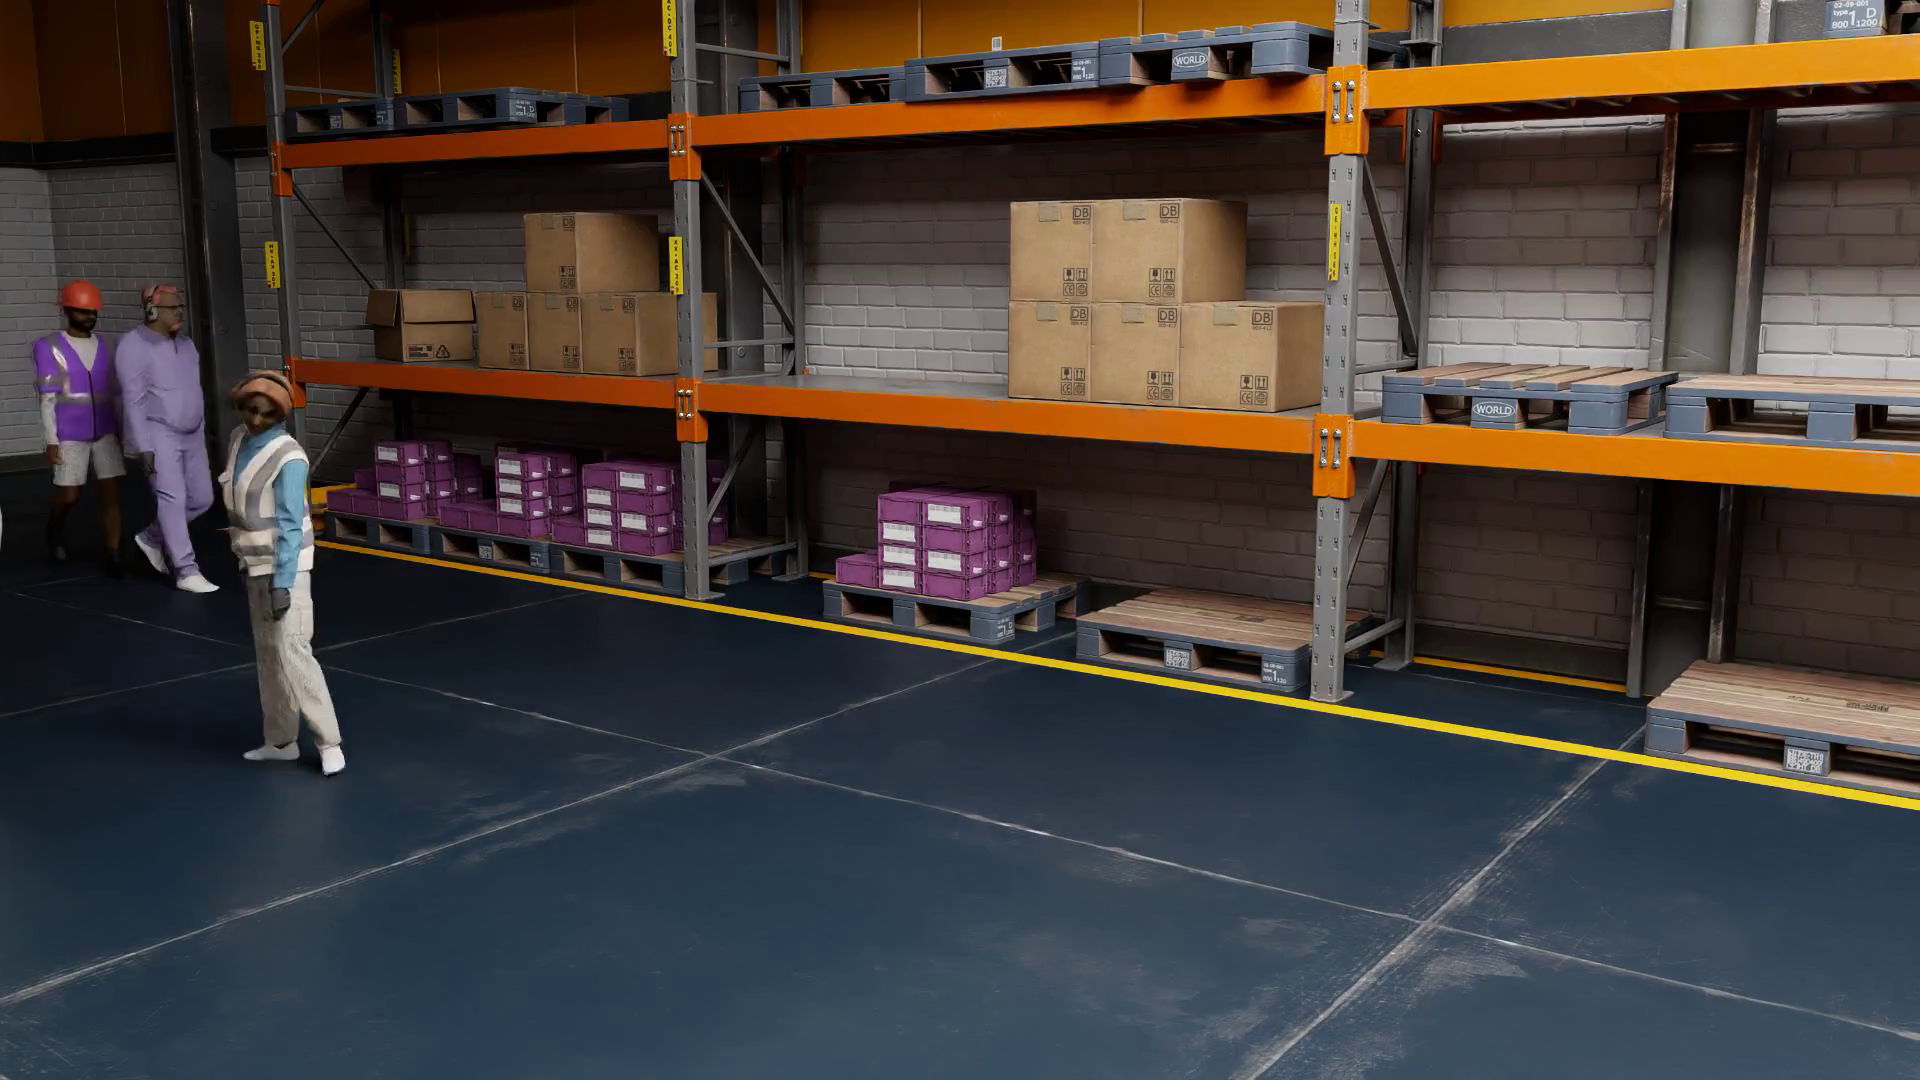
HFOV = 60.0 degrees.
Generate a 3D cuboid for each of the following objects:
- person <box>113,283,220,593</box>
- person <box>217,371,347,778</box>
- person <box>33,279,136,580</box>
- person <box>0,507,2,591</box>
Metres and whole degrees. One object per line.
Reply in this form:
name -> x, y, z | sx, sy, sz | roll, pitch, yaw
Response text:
person -> -4.863, -0.621, 10.190 | 0.672, 1.891, 0.670 | 2, 10, 14
person -> -2.693, 0.137, 6.534 | 0.324, 1.611, 0.597 | -9, 13, -42
person -> -5.640, -0.708, 10.652 | 0.781, 1.915, 0.555 | 8, 12, 39
person -> -3.791, 0.108, 5.984 | 0.625, 1.846, 0.429 | -4, 11, -25
